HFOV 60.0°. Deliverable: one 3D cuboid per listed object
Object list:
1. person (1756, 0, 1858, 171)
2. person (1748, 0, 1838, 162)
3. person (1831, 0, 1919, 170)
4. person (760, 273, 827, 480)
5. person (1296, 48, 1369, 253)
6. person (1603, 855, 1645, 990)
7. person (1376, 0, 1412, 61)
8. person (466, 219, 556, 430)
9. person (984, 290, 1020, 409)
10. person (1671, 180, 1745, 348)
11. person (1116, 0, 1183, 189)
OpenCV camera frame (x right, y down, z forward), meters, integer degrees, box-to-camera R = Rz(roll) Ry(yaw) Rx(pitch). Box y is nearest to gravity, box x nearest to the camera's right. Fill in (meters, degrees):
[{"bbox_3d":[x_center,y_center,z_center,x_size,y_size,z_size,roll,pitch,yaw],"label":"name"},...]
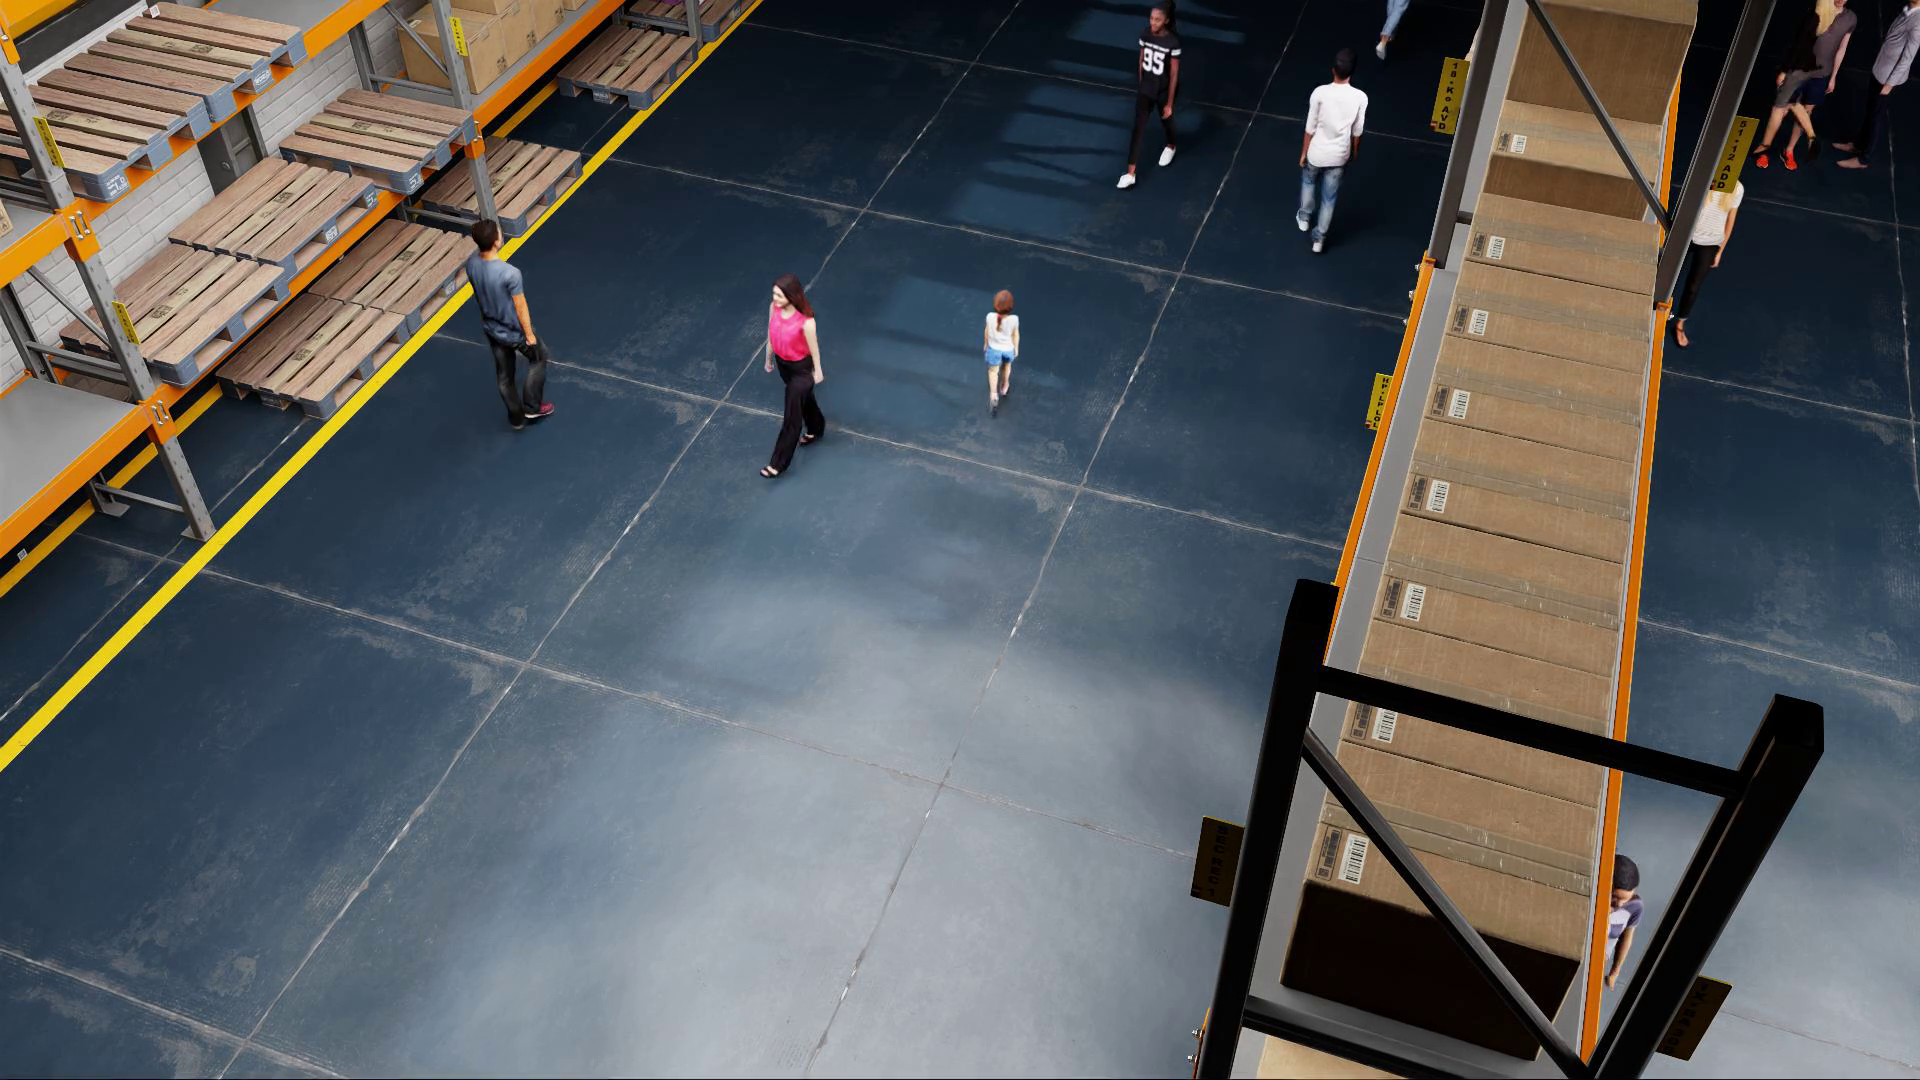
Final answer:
[{"bbox_3d":[7.829,-4.300,15.322,0.692,1.853,0.600,7,44,7],"label":"person"},{"bbox_3d":[7.807,-4.235,15.277,0.981,1.820,0.989,-29,51,-27],"label":"person"},{"bbox_3d":[8.596,-4.328,15.350,0.747,1.853,0.524,11,45,11],"label":"person"},{"bbox_3d":[-1.162,-1.296,12.333,0.868,1.625,1.100,34,53,30],"label":"person"},{"bbox_3d":[3.168,-3.304,14.322,0.729,1.789,0.885,7,44,8],"label":"person"},{"bbox_3d":[3.201,2.108,8.719,0.923,1.681,1.254,-1,44,-1],"label":"person"},{"bbox_3d":[4.481,-5.735,16.942,0.733,1.694,1.160,21,47,20],"label":"person"},{"bbox_3d":[-3.448,-1.554,12.476,0.709,1.802,0.651,19,47,19],"label":"person"},{"bbox_3d":[0.308,-1.489,12.983,0.524,1.009,0.692,3,44,4],"label":"person"},{"bbox_3d":[5.890,-2.372,13.319,0.585,1.823,0.521,14,45,14],"label":"person"},{"bbox_3d":[1.862,-4.116,15.250,0.822,1.686,1.218,25,49,24],"label":"person"}]
